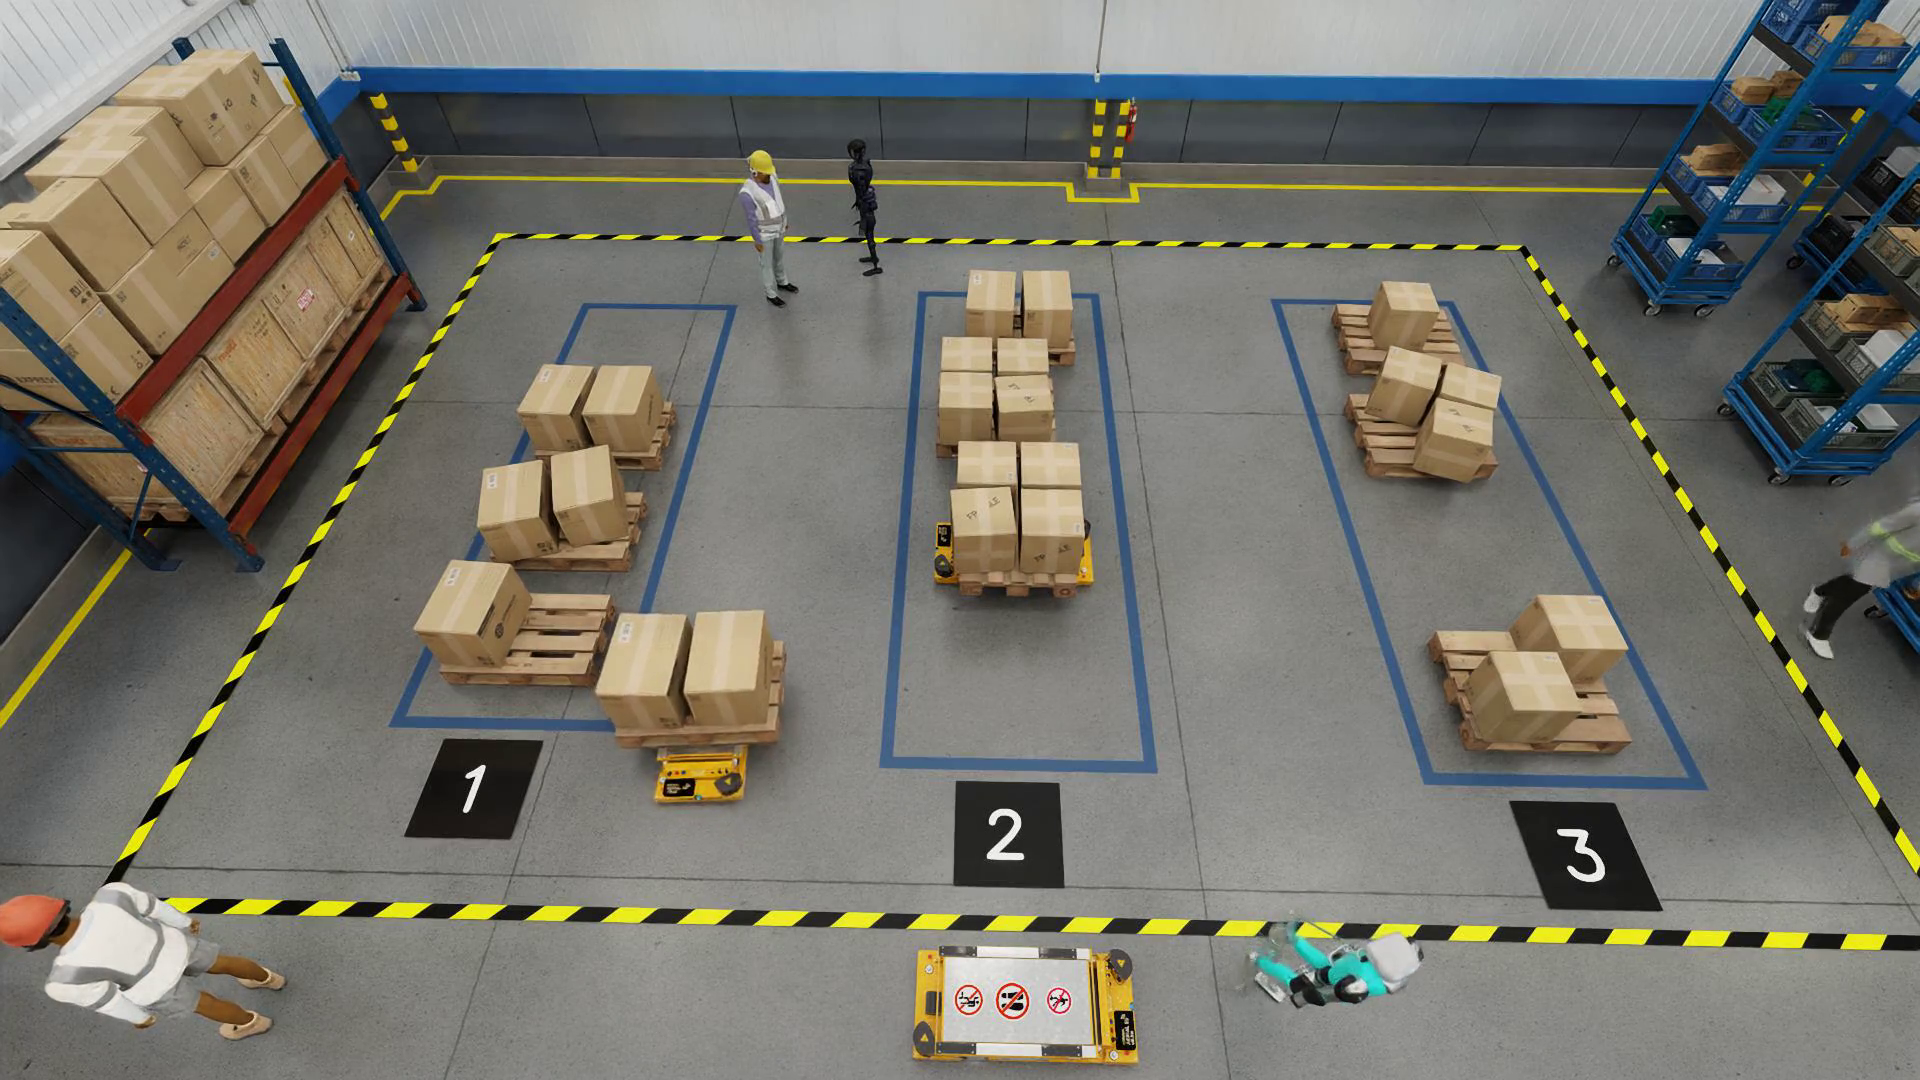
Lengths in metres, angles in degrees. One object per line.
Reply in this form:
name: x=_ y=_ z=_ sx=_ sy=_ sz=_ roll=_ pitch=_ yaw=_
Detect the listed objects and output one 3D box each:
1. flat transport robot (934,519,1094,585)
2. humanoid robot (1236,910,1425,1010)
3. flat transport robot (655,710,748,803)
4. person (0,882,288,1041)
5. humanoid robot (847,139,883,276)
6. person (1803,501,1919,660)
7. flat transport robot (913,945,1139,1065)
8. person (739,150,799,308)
flat transport robot: x=0.490 y=0.087 z=8.397 sx=1.431 sy=0.197 sz=0.652 roll=1 pitch=51 yaw=1
humanoid robot: x=2.095 y=2.505 z=5.526 sx=0.536 sy=1.811 sz=0.815 roll=-23 pitch=54 yaw=-17
flat transport robot: x=-2.007 y=1.378 z=7.345 sx=0.652 sy=0.197 sz=1.431 roll=-2 pitch=51 yaw=-2
person: x=-4.698 y=2.480 z=5.322 sx=0.389 sy=2.039 sz=0.613 roll=-2 pitch=51 yaw=-2
humanoid robot: x=-1.125 y=-3.891 z=10.742 sx=0.315 sy=1.653 sz=0.599 roll=-7 pitch=51 yaw=-6
person: x=7.485 y=0.201 z=7.332 sx=0.607 sy=1.798 sz=0.907 roll=21 pitch=54 yaw=17
flat transport robot: x=0.422 y=3.041 z=6.007 sx=1.431 sy=0.231 sz=0.659 roll=1 pitch=51 yaw=1
person: x=-2.142 y=-3.515 z=10.348 sx=0.403 sy=1.823 sz=0.588 roll=21 pitch=54 yaw=16
